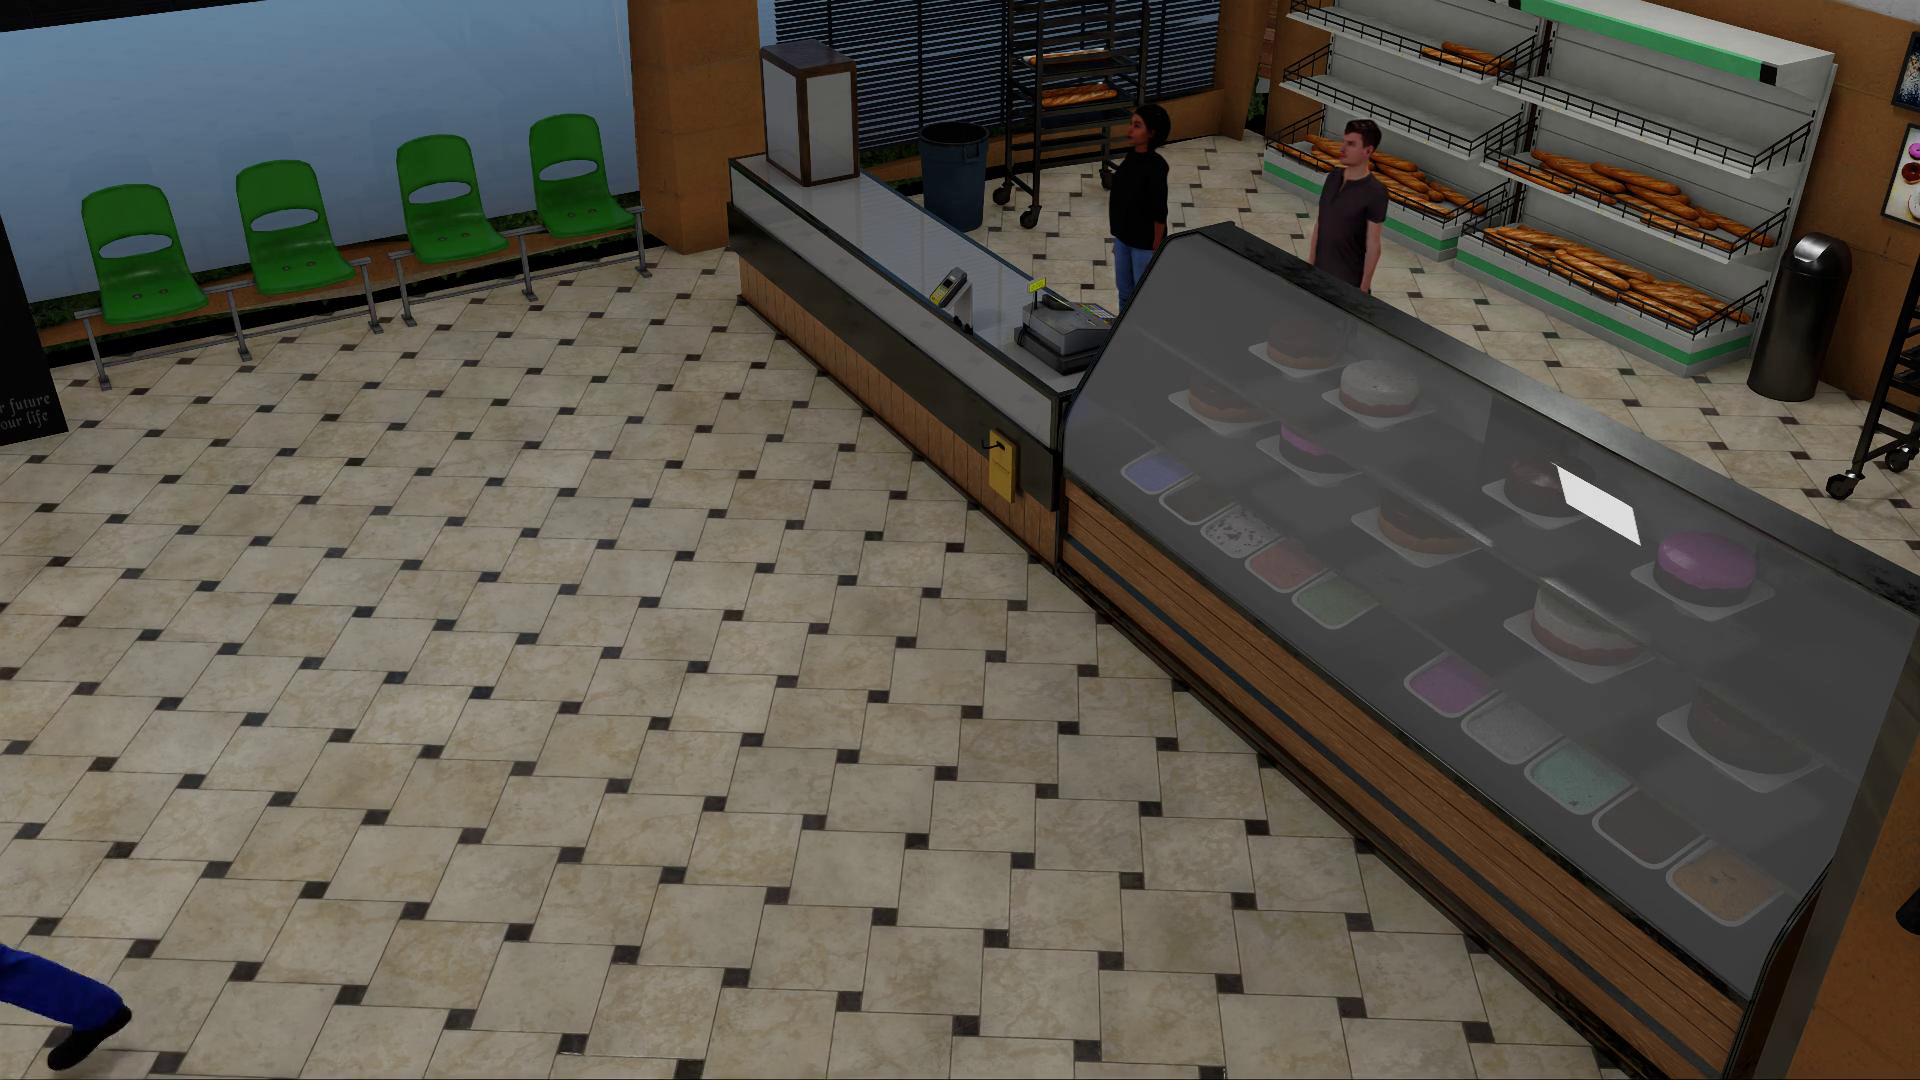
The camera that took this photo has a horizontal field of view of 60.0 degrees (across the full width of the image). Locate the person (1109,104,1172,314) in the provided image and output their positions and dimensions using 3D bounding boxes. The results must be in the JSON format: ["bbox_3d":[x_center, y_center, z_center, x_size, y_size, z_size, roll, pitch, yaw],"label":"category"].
[{"bbox_3d":[1.079,-1.782,9.999,0.524,1.701,0.559,-16,35,-24],"label":"person"}]

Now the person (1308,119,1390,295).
[{"bbox_3d":[2.143,-1.455,9.330,0.525,1.853,0.639,-16,35,-24],"label":"person"}]
